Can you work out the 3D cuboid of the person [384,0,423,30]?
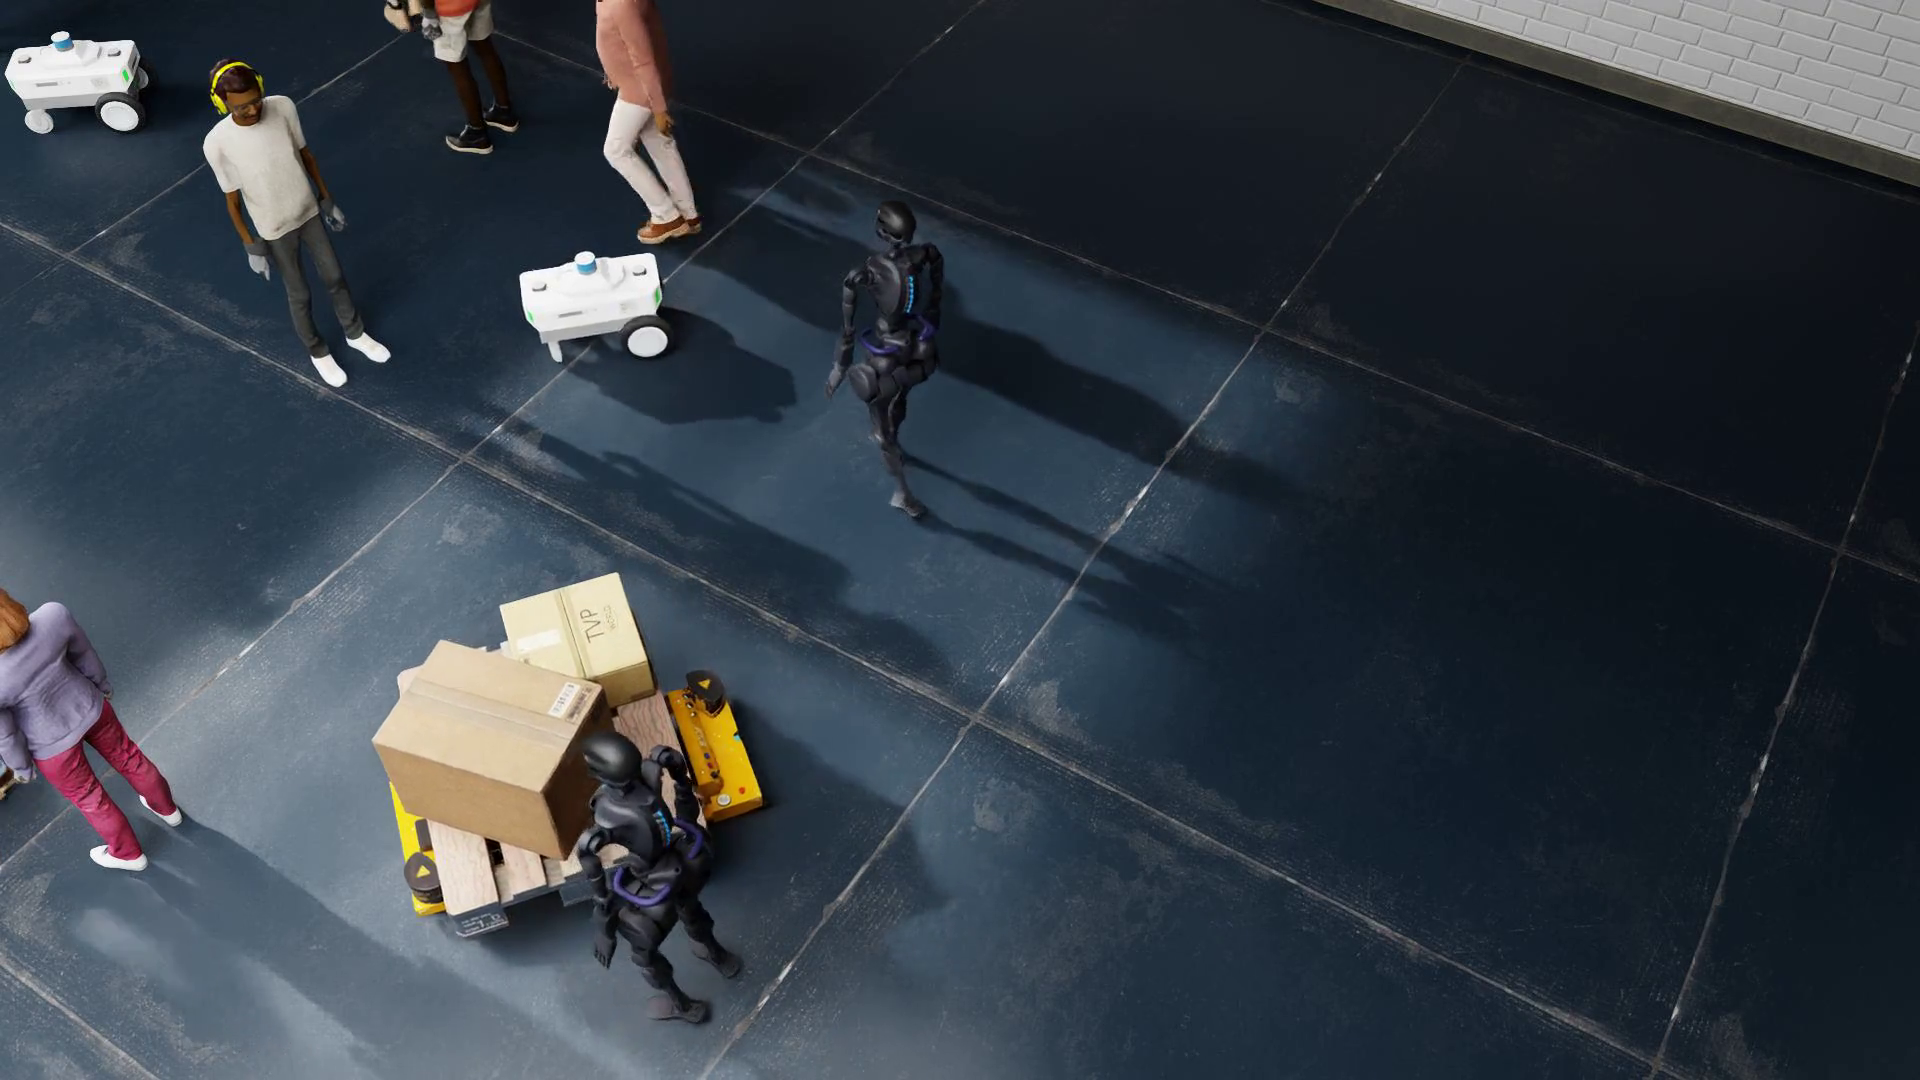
[{"bbox_3d":[-3.770,-3.998,10.260,0.507,1.858,0.478,-30,55,-24],"label":"person"}]

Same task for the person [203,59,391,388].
[{"bbox_3d":[-3.251,-1.535,8.106,0.346,1.855,0.529,30,55,24],"label":"person"}]

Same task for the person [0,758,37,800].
[{"bbox_3d":[-3.997,0.556,6.210,0.689,1.956,0.844,22,52,18],"label":"person"}]

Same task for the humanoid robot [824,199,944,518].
[{"bbox_3d":[-0.332,-0.849,7.648,0.613,1.643,0.651,-24,53,-20],"label":"humanoid robot"}]

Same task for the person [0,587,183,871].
[{"bbox_3d":[-3.393,0.703,6.293,0.285,1.633,0.499,18,51,15],"label":"person"}]

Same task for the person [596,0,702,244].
[{"bbox_3d":[-1.717,-2.424,8.811,0.505,1.968,0.601,-2,49,-2],"label":"person"}]

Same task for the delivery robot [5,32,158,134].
[{"bbox_3d":[-5.301,-2.781,10.069,0.811,0.613,0.499,-6,49,-5],"label":"delivery robot"}]

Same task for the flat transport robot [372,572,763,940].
[{"bbox_3d":[-1.602,1.031,6.915,1.431,0.231,0.659,-17,51,-14],"label":"flat transport robot"}]

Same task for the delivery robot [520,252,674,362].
[{"bbox_3d":[-1.902,-1.256,8.707,0.742,0.570,0.499,-11,50,-9],"label":"delivery robot"}]

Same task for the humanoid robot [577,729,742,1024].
[{"bbox_3d":[-1.065,1.196,5.842,0.316,1.652,0.611,22,52,18],"label":"humanoid robot"}]

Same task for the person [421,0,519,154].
[{"bbox_3d":[-2.863,-3.117,9.427,0.389,1.950,0.617,16,51,14],"label":"person"}]
